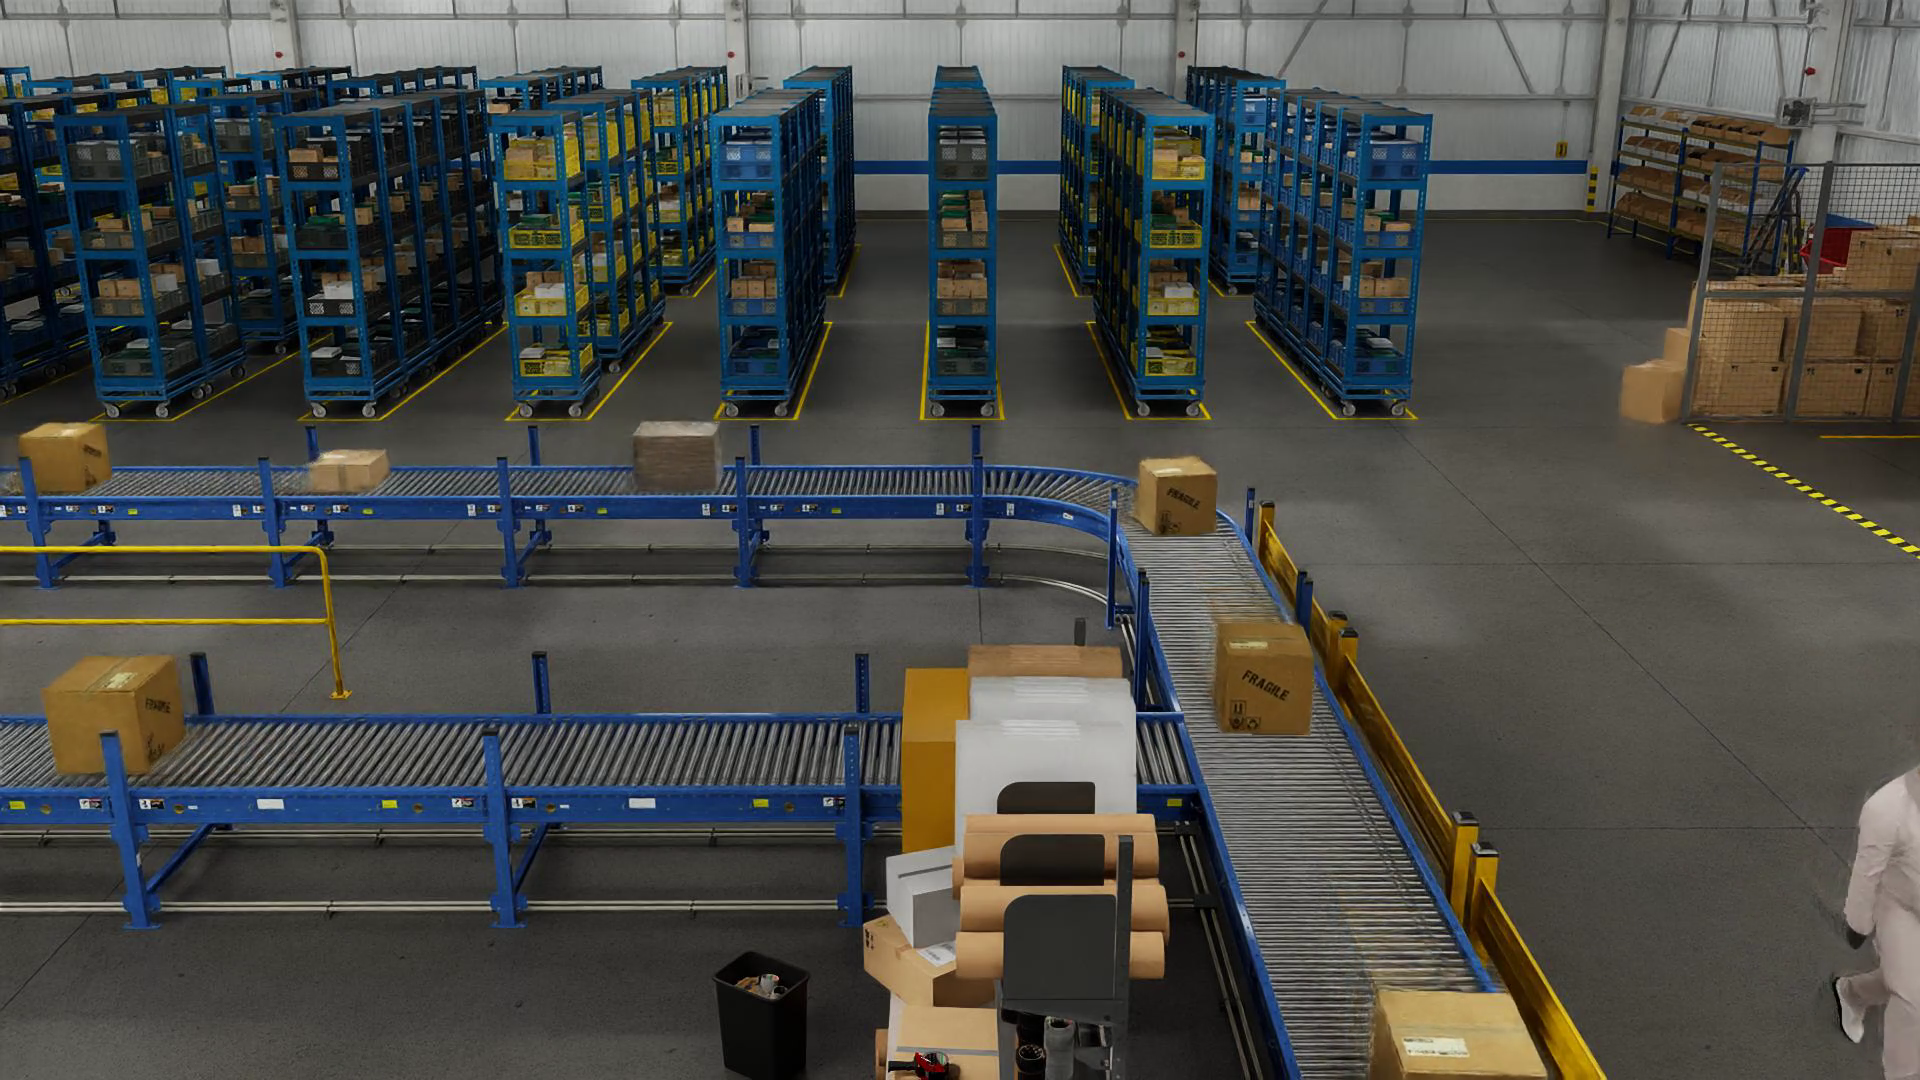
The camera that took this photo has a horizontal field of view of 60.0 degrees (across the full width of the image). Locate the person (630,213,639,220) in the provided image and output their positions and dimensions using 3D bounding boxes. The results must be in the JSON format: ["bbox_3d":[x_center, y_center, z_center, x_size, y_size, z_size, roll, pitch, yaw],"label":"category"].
[{"bbox_3d":[-6.028,-5.560,29.835,0.574,1.805,0.955,-2,18,-7],"label":"person"}]

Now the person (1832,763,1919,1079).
[{"bbox_3d":[4.302,1.656,7.508,0.642,1.875,0.870,-4,18,-11],"label":"person"}]

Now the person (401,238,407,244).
[{"bbox_3d":[-9.397,-4.858,27.649,0.472,1.818,0.617,1,18,4],"label":"person"}]
